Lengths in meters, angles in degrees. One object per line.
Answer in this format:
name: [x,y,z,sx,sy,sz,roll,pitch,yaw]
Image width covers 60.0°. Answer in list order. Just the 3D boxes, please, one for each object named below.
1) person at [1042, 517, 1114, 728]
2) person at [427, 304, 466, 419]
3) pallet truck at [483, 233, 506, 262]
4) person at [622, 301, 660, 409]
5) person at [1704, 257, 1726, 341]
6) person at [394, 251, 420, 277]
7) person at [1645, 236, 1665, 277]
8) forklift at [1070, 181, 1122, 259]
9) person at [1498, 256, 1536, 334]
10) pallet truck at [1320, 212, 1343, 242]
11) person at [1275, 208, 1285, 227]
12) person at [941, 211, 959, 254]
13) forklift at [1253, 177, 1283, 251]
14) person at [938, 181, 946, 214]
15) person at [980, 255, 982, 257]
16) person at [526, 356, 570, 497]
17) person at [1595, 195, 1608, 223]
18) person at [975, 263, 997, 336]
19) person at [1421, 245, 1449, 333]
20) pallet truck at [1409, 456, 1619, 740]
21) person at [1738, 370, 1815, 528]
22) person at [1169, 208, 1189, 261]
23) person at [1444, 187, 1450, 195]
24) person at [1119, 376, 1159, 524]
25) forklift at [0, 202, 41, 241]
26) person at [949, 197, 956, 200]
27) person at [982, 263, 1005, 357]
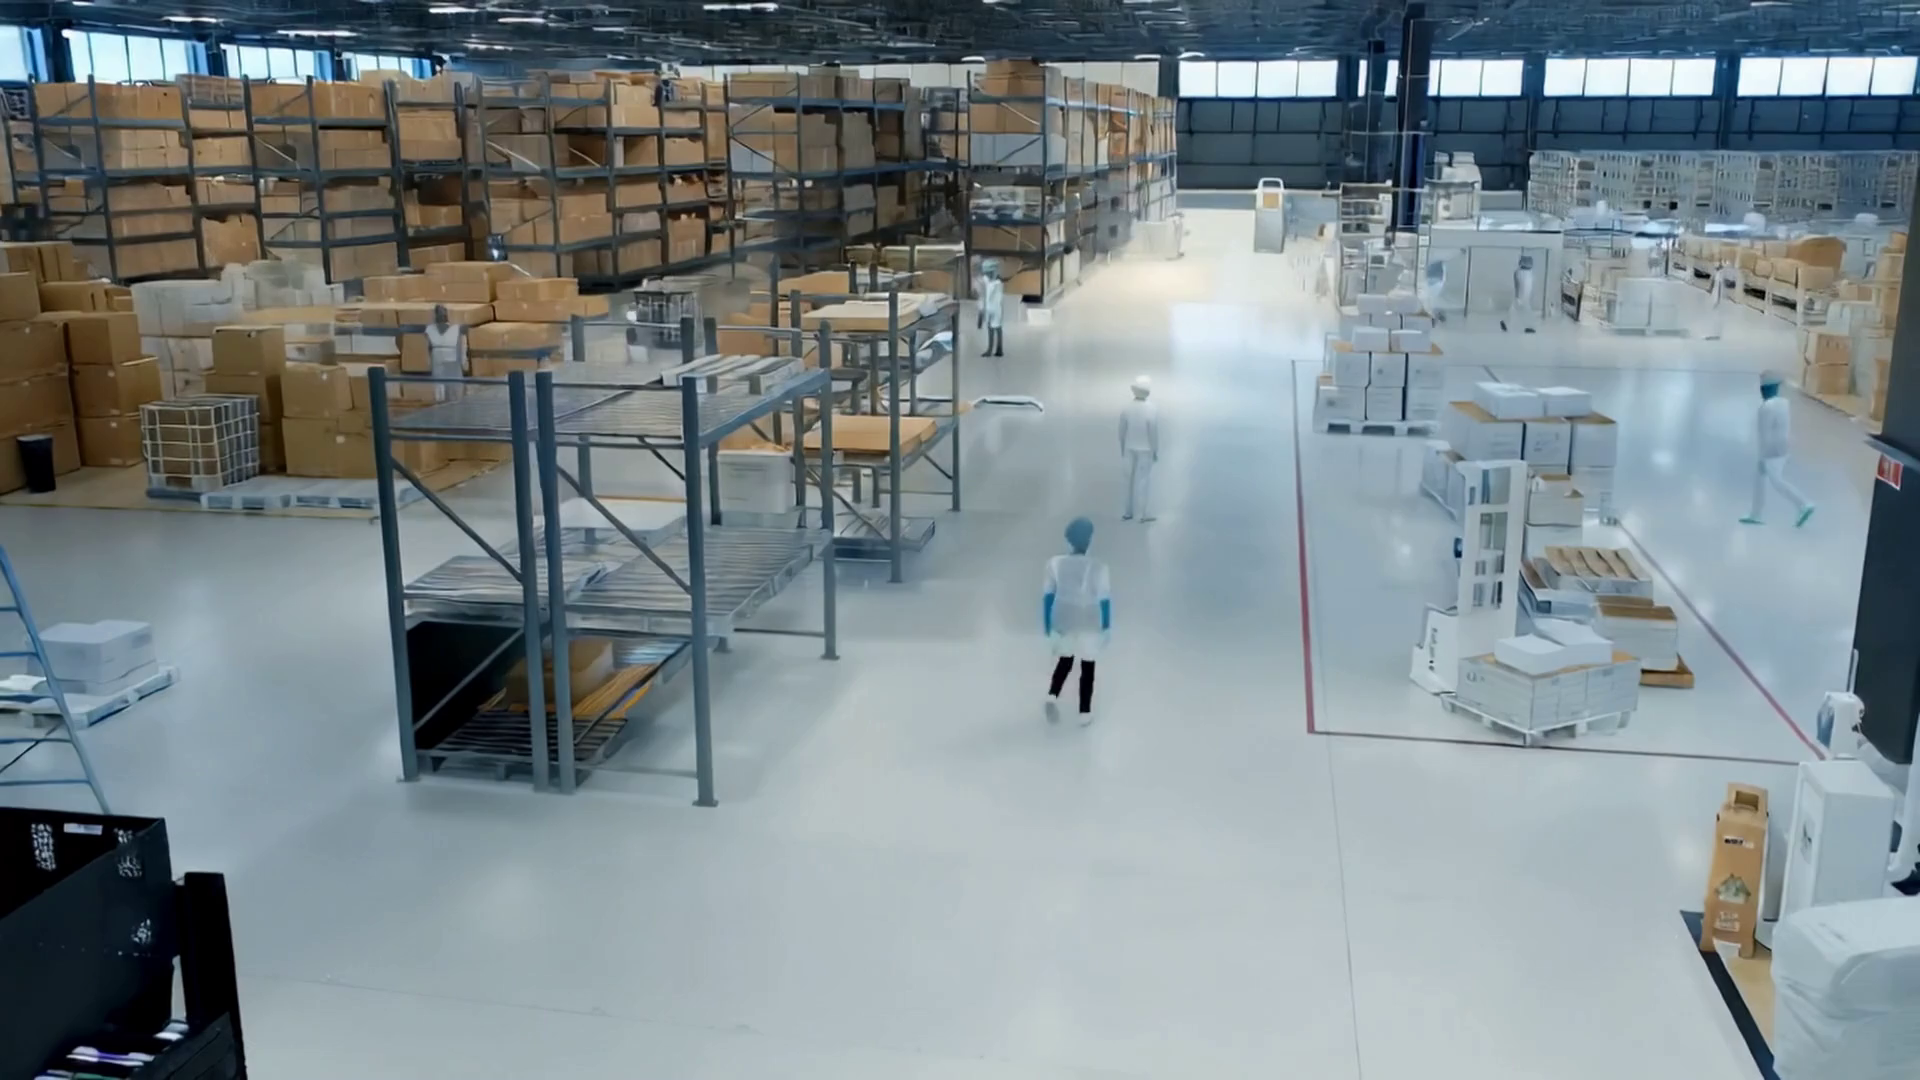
person: [0.896,0.667,12.958,0.550,1.681,0.435,6,15,24]
person: [-8.290,-2.871,26.896,0.595,1.901,0.419,1,14,4]
pallet truck: [-11.832,-7.026,43.548,1.885,1.965,0.823,8,16,28]
person: [-5.317,-3.029,27.562,1.025,1.886,0.547,-11,18,-37]
person: [16.910,-5.385,37.157,0.309,1.864,0.534,5,15,19]
person: [-12.410,-5.505,37.435,0.369,1.965,0.608,13,19,43]
person: [19.999,-7.929,47.909,0.553,1.648,0.854,3,14,12]
forklift: [4.937,-11.652,60.513,1.873,2.768,1.129,3,14,10]
person: [12.961,-5.677,38.471,0.595,1.808,0.822,-13,19,-43]
pallet truck: [15.874,-13.227,70.310,0.680,1.201,1.601,10,17,35]
person: [13.368,-13.297,69.859,0.509,1.576,0.875,9,16,32]
person: [-0.360,-10.638,58.499,0.650,1.866,0.879,-4,14,-14]
forklift: [12.083,-12.747,64.956,1.129,2.768,1.873,3,14,10]
person: [-1.034,-19.331,93.861,0.553,1.827,0.631,5,15,18]
person: [0.849,-9.280,53.316,0.529,1.697,0.321,-7,16,-27]
person: [-5.201,-1.412,21.107,0.542,1.820,0.762,-8,16,-28]
person: [28.250,-14.232,73.096,0.967,1.856,0.667,4,14,17]
person: [0.598,-5.456,37.834,0.553,1.671,0.637,-7,15,-26]
person: [10.994,-5.828,38.594,0.585,2.000,0.693,7,16,27]
pallet truck: [4.504,0.400,13.395,0.823,1.965,1.885,-6,15,-23]
person: [9.645,-1.041,19.515,0.597,1.882,0.787,-9,17,-33]
person: [7.909,-11.080,60.253,1.048,1.876,0.650,-12,19,-41]
person: [23.524,-16.154,80.619,0.391,1.991,0.612,-9,16,-31]
person: [2.147,-1.084,19.901,0.528,1.765,0.328,11,18,38]
forklift: [-23.743,-7.149,42.230,1.873,2.768,1.129,3,14,10]
person: [-0.364,-18.702,91.169,0.568,1.884,1.006,-1,14,-4]
person: [0.683,-4.759,34.464,0.377,1.936,0.549,-10,17,-36]
